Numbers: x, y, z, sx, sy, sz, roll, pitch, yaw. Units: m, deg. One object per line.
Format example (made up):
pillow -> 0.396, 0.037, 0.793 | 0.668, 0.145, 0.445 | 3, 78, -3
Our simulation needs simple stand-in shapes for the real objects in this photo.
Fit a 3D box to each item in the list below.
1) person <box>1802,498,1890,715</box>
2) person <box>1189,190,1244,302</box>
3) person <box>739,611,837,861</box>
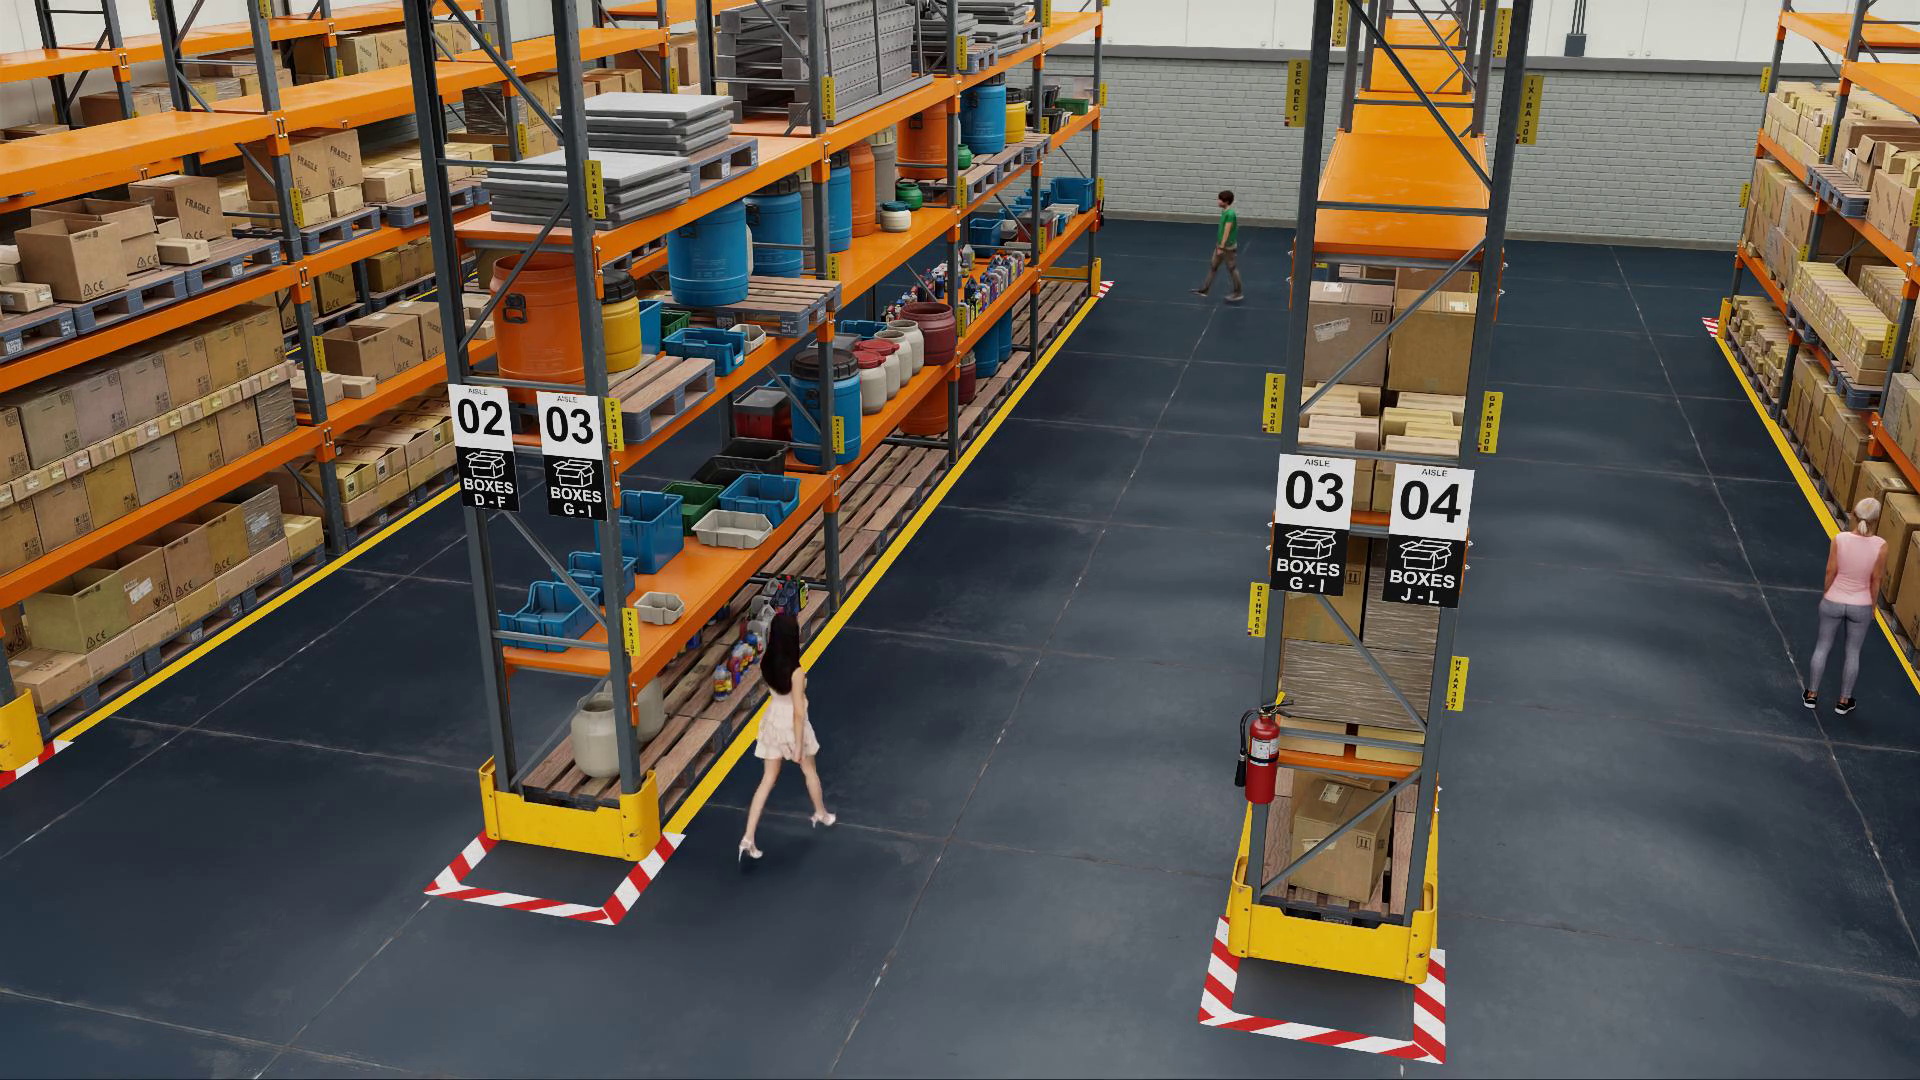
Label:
person -> 6.752, 0.491, 12.654 | 0.606, 1.726, 0.600 | 13, 26, 29
person -> 4.028, -4.335, 24.587 | 0.907, 1.625, 1.049 | -3, 22, -7
person -> -1.203, 1.293, 10.739 | 0.865, 1.690, 1.116 | 18, 29, 38
